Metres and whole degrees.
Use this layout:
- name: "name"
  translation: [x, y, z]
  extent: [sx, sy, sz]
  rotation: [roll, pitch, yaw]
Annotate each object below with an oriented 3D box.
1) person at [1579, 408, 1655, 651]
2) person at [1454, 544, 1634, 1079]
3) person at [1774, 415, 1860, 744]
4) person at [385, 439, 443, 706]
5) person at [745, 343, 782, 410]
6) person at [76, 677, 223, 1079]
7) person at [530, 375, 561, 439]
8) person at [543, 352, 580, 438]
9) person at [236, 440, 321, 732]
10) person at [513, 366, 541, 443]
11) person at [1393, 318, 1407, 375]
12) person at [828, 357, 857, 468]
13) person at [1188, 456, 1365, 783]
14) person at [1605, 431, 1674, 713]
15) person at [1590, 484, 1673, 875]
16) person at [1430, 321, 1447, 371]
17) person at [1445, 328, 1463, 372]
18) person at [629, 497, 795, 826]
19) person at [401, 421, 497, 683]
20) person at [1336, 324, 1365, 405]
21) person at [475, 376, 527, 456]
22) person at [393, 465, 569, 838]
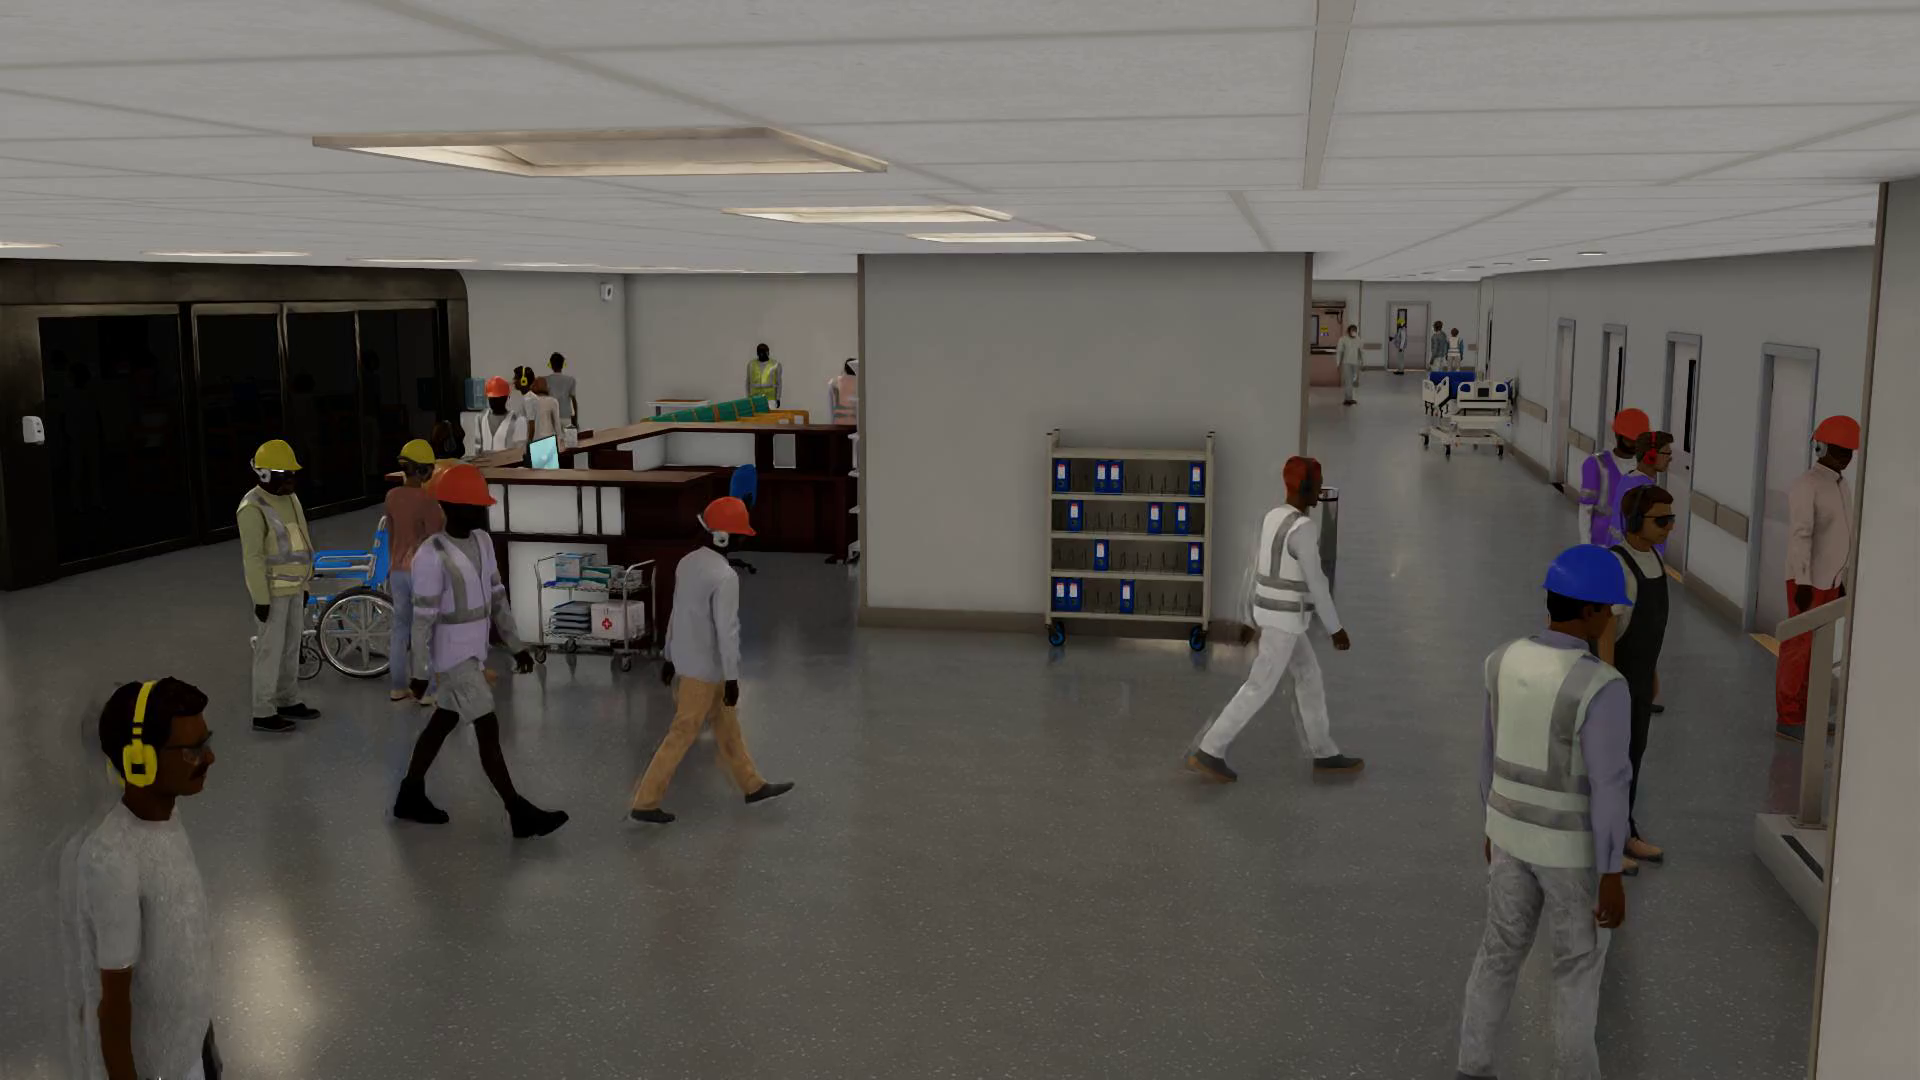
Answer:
- name: "person"
  translation: [4.669, 0.015, 11.802]
  extent: [0.560, 1.908, 0.446]
  rotation: [-2, 9, -11]
- name: "person"
  translation: [1.939, 0.968, 5.443]
  extent: [0.454, 1.947, 0.622]
  rotation: [-4, 9, -23]
- name: "person"
  translation: [5.221, 0.235, 10.090]
  extent: [0.609, 1.988, 0.392]
  rotation: [-8, 11, -41]
- name: "person"
  translation: [-3.585, 0.211, 11.032]
  extent: [0.522, 1.758, 0.349]
  rotation: [5, 10, 32]
- name: "person"
  translation: [-3.299, -2.376, 27.913]
  extent: [0.624, 1.844, 0.429]
  rotation: [1, 9, 6]
- name: "person"
  translation: [-1.887, 1.235, 3.893]
  extent: [0.477, 1.856, 0.544]
  rotation: [-2, 9, -15]
- name: "person"
  translation: [-5.501, -1.340, 21.826]
  extent: [0.507, 1.643, 0.484]
  rotation: [-1, 9, -10]
- name: "person"
  translation: [-5.598, -1.676, 23.216]
  extent: [0.584, 1.865, 0.343]
  rotation: [-3, 9, -18]
- name: "person"
  translation: [-4.234, 0.281, 10.360]
  extent: [0.404, 1.820, 0.594]
  rotation: [0, 9, 3]
- name: "person"
  translation: [-4.956, -1.053, 19.034]
  extent: [0.318, 1.870, 0.531]
  rotation: [-2, 9, -12]
- name: "person"
  translation: [14.168, -6.228, 53.496]
  extent: [0.404, 1.833, 0.589]
  rotation: [1, 9, 8]
- name: "person"
  translation: [-1.527, -1.627, 23.073]
  extent: [0.623, 1.809, 0.885]
  rotation: [1, 9, 7]
- name: "person"
  translation: [1.755, 0.445, 9.258]
  extent: [1.025, 1.837, 0.576]
  rotation: [0, 9, -2]
- name: "person"
  translation: [4.407, 0.202, 10.836]
  extent: [0.392, 1.837, 0.560]
  rotation: [2, 9, 10]
- name: "person"
  translation: [3.159, 0.644, 7.872]
  extent: [0.514, 1.838, 0.338]
  rotation: [-8, 12, -44]
- name: "person"
  translation: [12.325, -4.694, 42.970]
  extent: [0.372, 1.940, 0.632]
  rotation: [7, 11, 38]
- name: "person"
  translation: [14.168, -5.257, 47.692]
  extent: [0.514, 1.640, 0.310]
  rotation: [4, 10, 27]
- name: "person"
  translation: [-1.319, 0.616, 8.559]
  extent: [0.915, 1.685, 0.614]
  rotation: [-5, 10, -28]
- name: "person"
  translation: [-3.534, 0.094, 11.531]
  extent: [0.624, 1.841, 0.430]
  rotation: [3, 9, 20]
- name: "person"
  translation: [9.290, -4.123, 39.268]
  extent: [0.662, 1.905, 0.885]
  rotation: [-2, 9, -15]
- name: "person"
  translation: [-4.395, -0.604, 15.888]
  extent: [0.565, 1.918, 0.408]
  rotation: [2, 9, 14]
- name: "person"
  translation: [-2.484, 0.555, 8.337]
  extent: [1.016, 1.882, 0.552]
  rotation: [2, 9, 10]
